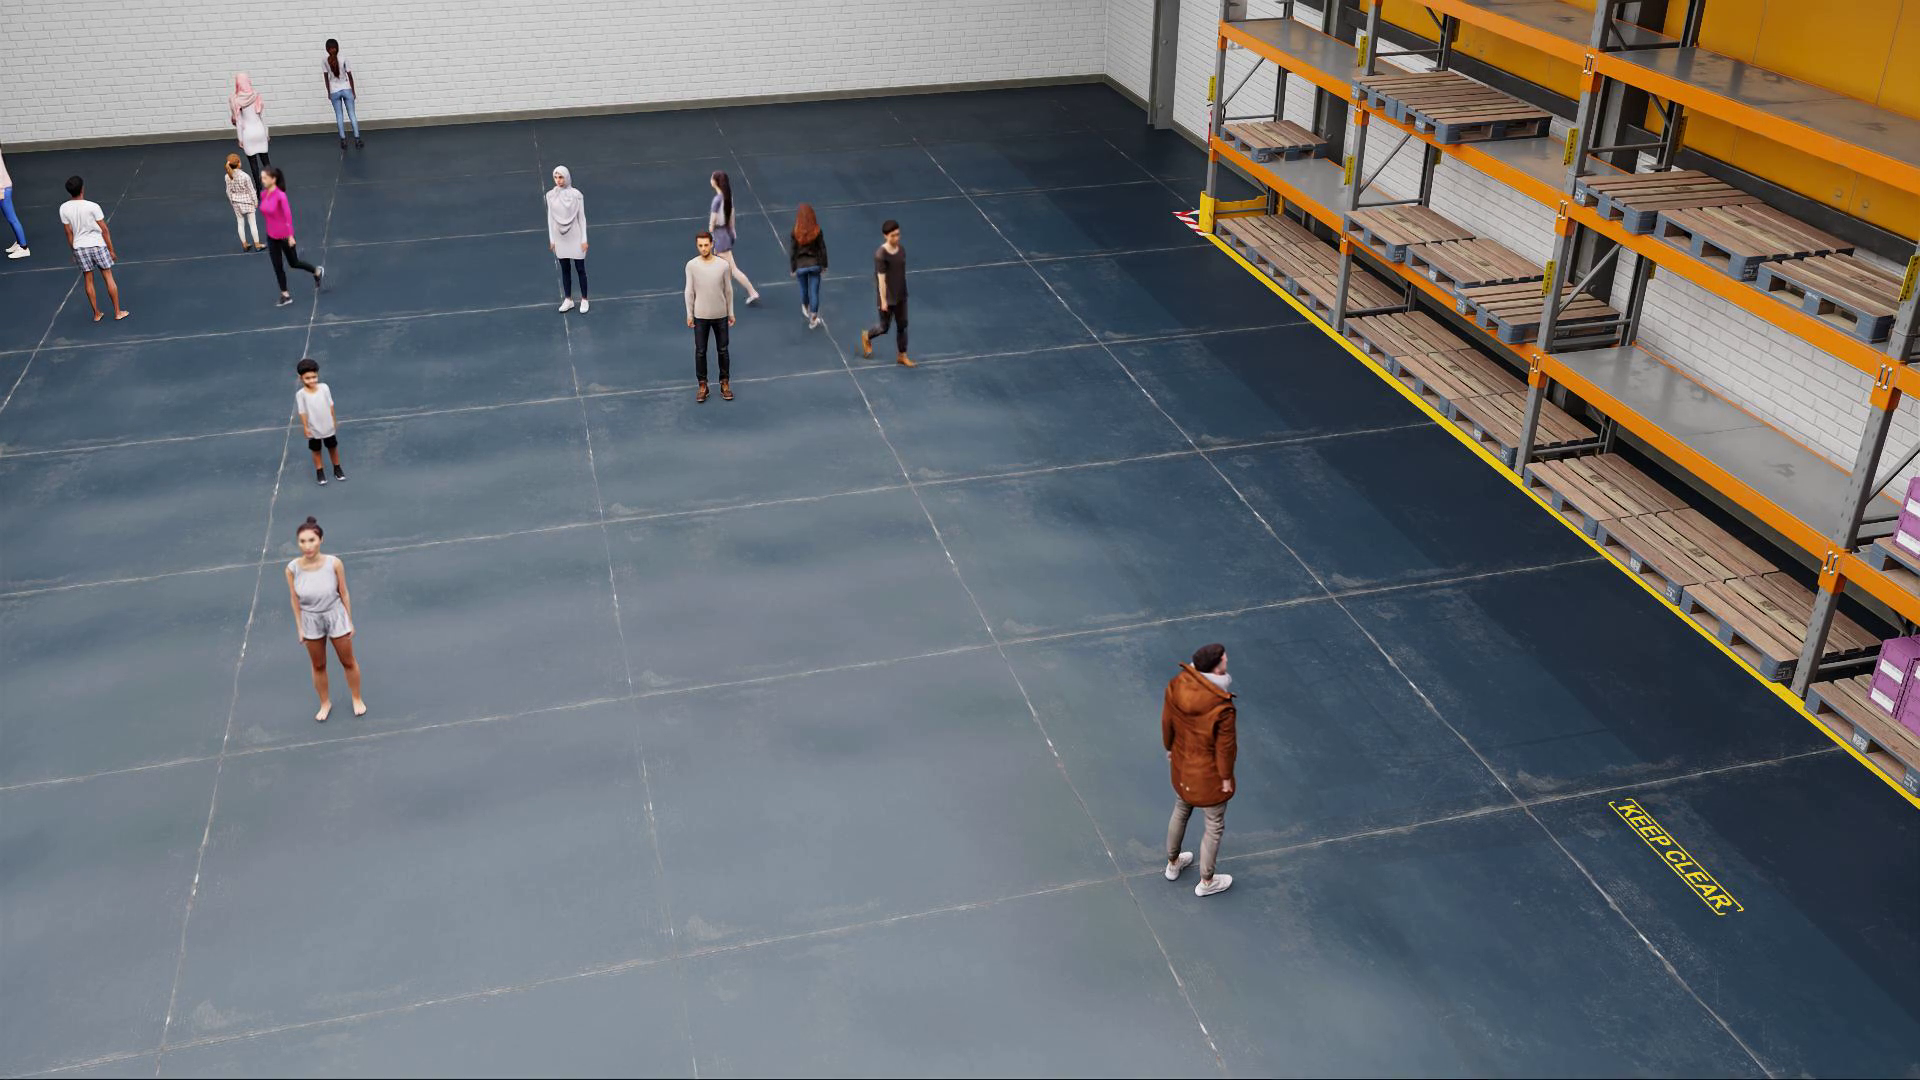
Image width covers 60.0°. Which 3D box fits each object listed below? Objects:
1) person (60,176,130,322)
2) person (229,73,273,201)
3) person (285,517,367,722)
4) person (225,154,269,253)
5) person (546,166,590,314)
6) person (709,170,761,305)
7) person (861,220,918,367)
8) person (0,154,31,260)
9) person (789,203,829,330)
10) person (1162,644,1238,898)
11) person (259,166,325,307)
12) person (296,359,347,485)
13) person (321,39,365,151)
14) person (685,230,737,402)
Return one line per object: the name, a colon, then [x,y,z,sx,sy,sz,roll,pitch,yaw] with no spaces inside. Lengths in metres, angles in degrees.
person: [-10.289,-3.445,19.687,0.652,1.735,0.566,-4,29,-7]
person: [-10.194,-5.829,23.985,0.761,1.804,0.740,25,37,38]
person: [-4.744,0.596,12.420,0.548,1.600,0.552,-8,30,-13]
person: [-9.490,-4.467,22.001,0.596,1.312,0.610,2,29,3]
person: [-4.681,-3.606,19.940,0.687,1.775,0.666,3,29,6]
person: [-2.782,-3.618,20.133,0.976,1.612,1.054,7,29,12]
person: [-0.823,-2.745,18.457,1.086,1.684,0.935,22,36,35]
person: [-12.517,-4.577,21.728,0.771,1.768,0.593,-17,33,-28]
person: [-1.781,-3.188,19.506,0.695,1.457,0.877,-1,29,-2]
person: [1.537,1.449,10.608,0.902,1.838,0.811,-24,37,-37]
person: [-8.195,-3.715,20.239,0.960,1.680,1.035,15,32,25]
person: [-6.160,-1.153,15.984,0.533,1.257,0.556,-17,33,-28]
person: [-9.807,-7.078,26.363,0.579,1.719,0.519,-8,30,-14]
person: [-2.636,-2.385,17.606,0.672,1.866,0.564,-5,29,-9]
